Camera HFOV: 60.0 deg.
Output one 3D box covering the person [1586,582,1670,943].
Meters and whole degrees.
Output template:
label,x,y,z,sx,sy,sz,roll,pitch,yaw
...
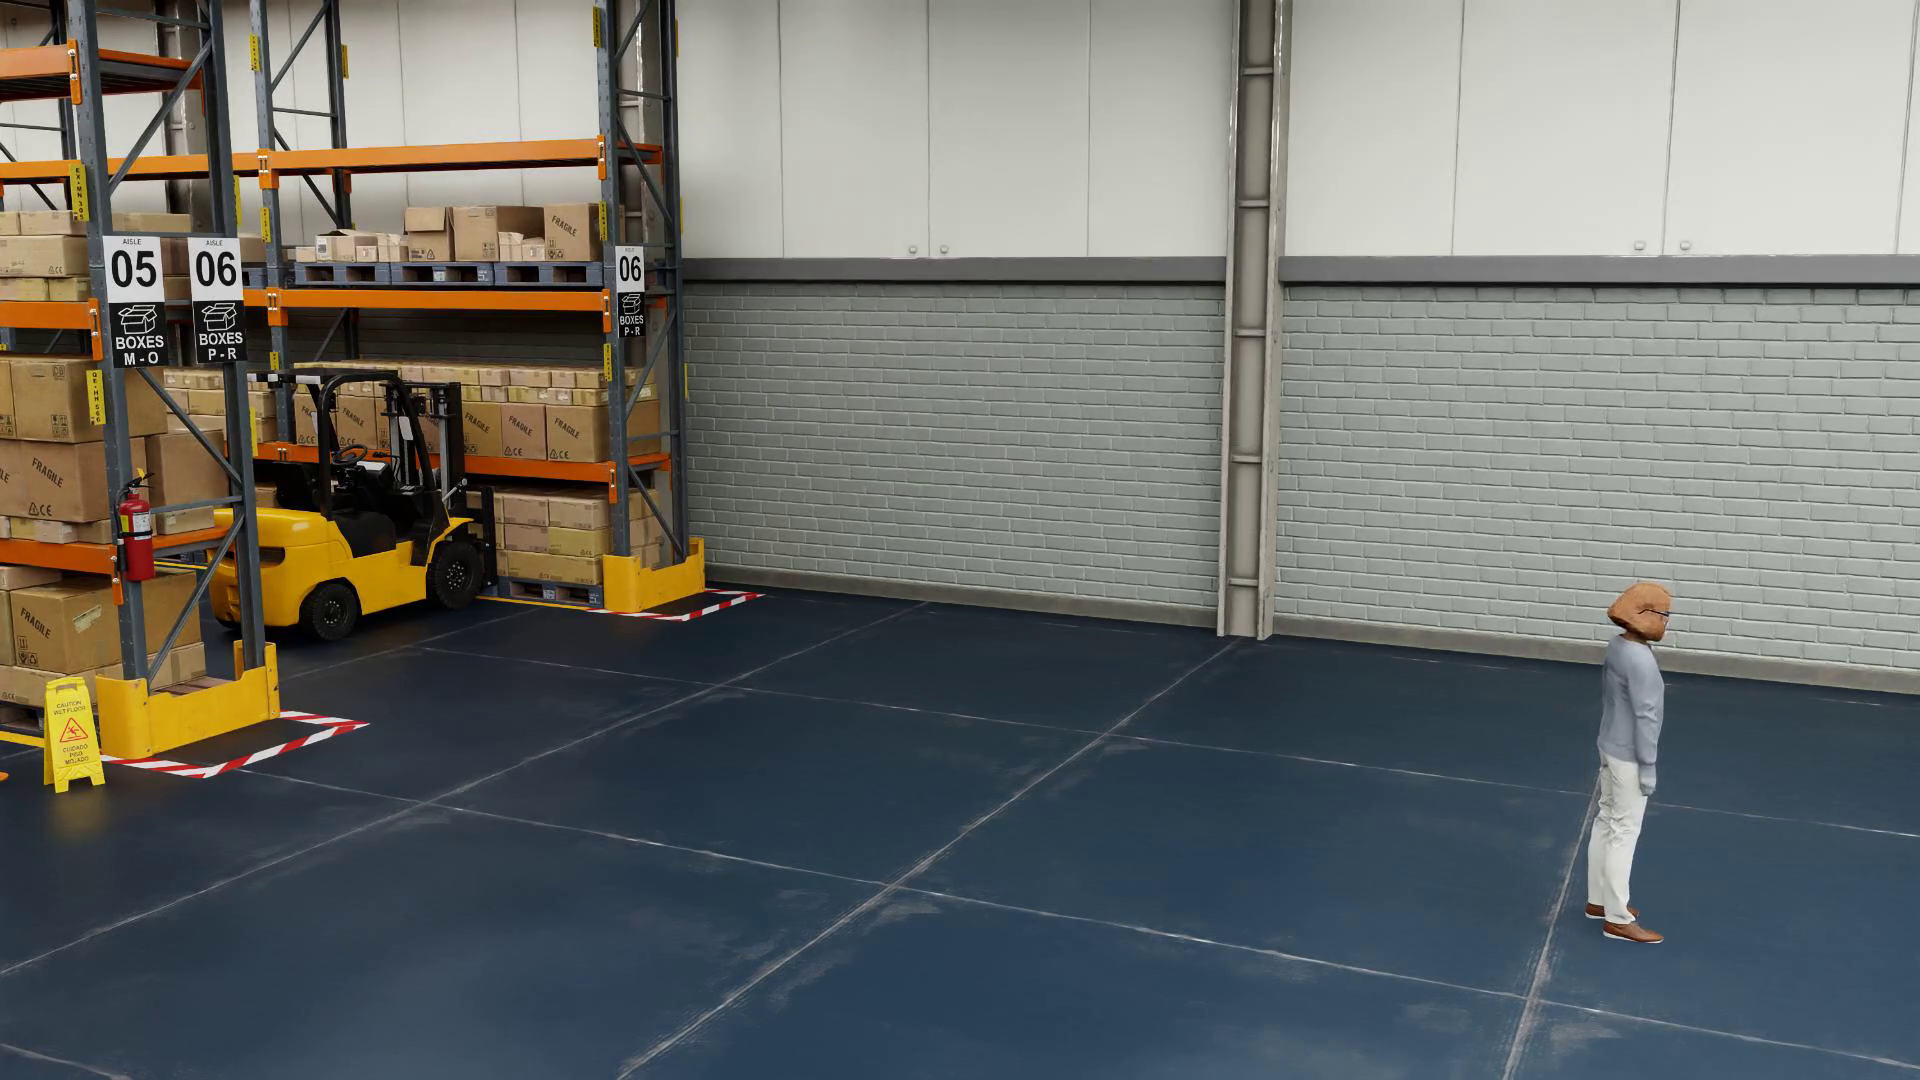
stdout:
label,x,y,z,sx,sy,sz,roll,pitch,yaw
person,3.055,0.994,7.577,0.280,1.633,0.499,1,9,4
